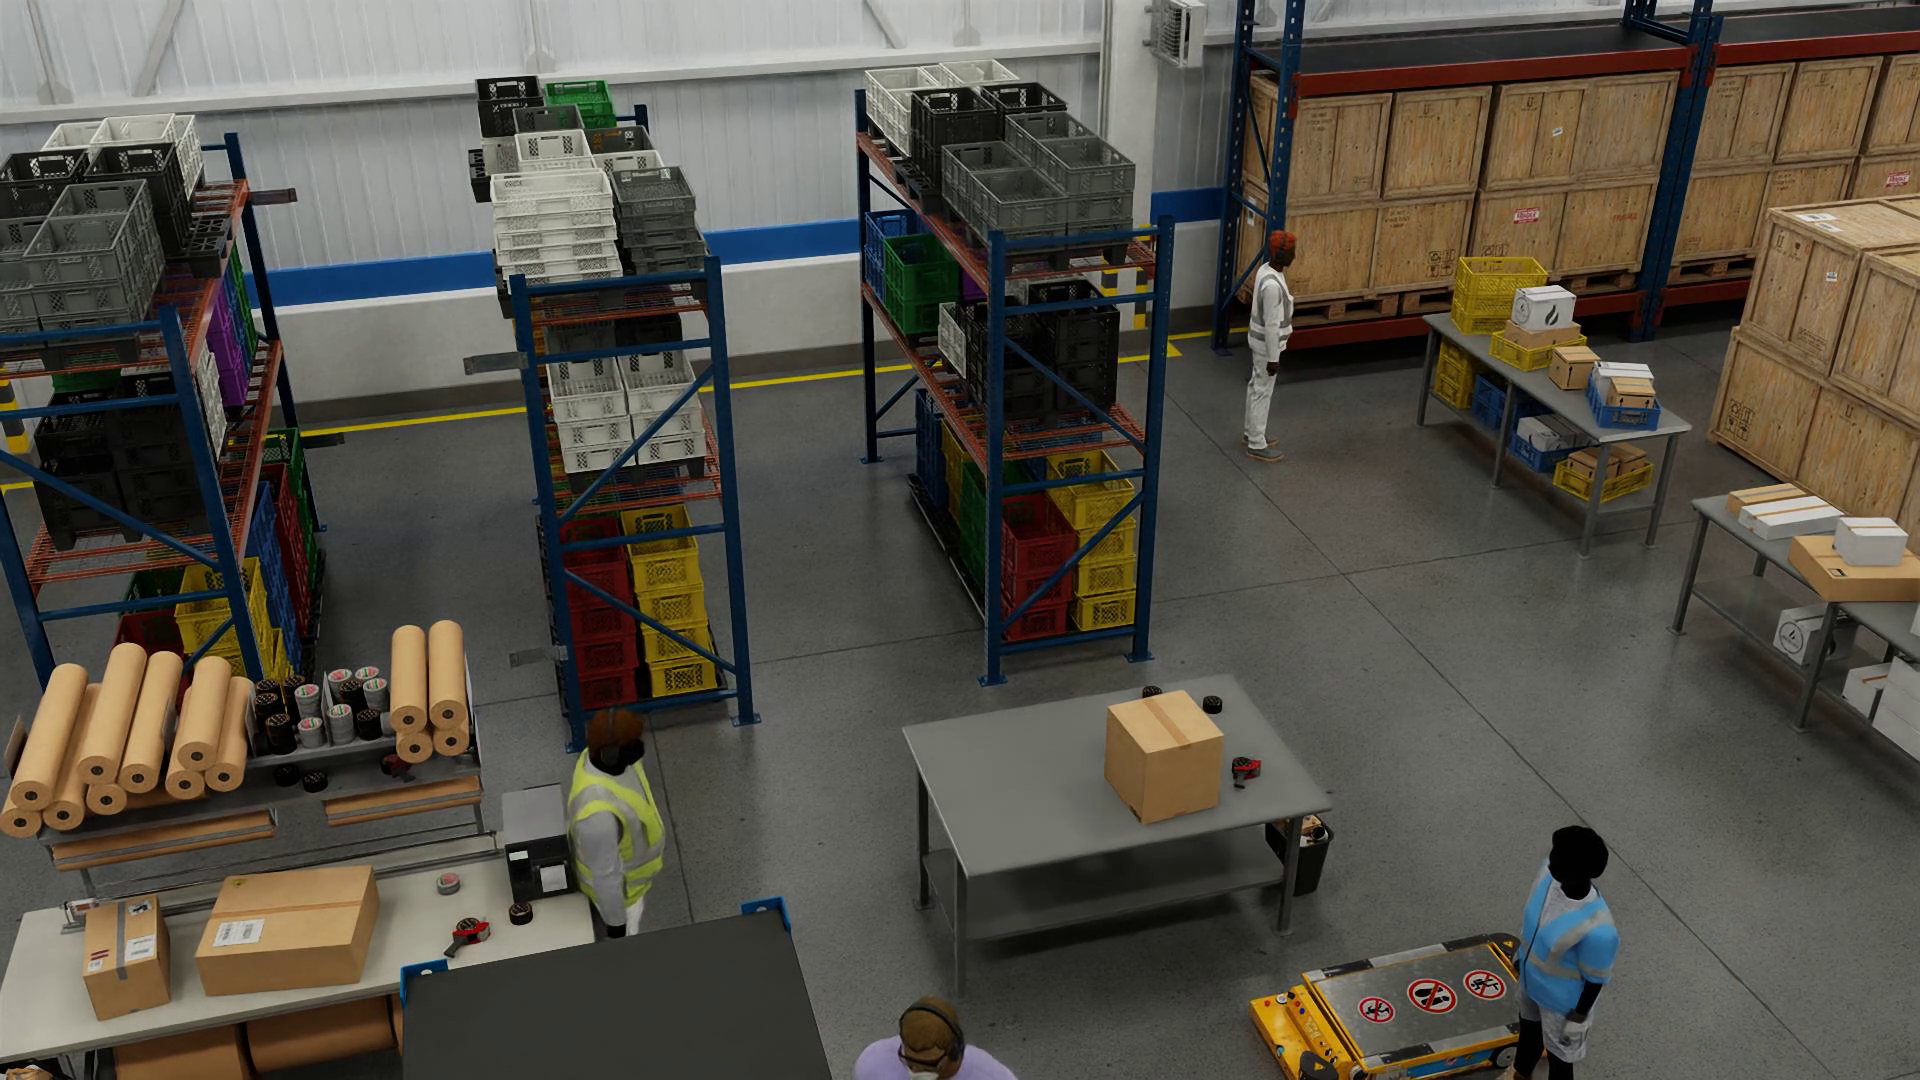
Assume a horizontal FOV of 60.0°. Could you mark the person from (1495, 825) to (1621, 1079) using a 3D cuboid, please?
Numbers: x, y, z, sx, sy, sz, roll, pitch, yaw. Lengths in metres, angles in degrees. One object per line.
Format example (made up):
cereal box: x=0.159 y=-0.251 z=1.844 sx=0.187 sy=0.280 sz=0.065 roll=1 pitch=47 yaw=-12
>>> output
person: x=2.556 y=1.918 z=7.172 sx=0.321 sy=1.695 sz=0.530 roll=-6 pitch=29 yaw=-11

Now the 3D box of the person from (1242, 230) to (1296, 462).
person: x=2.479 y=-1.558 z=13.305 sx=0.355 sy=1.885 sz=0.575 roll=2 pitch=29 yaw=4

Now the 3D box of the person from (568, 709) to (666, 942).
person: x=-1.566 y=1.556 z=7.701 sx=0.432 sy=1.835 sz=0.631 roll=-2 pitch=29 yaw=-4

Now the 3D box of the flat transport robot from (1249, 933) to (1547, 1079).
flat transport robot: x=2.184 y=2.282 z=7.980 sx=1.431 sy=0.197 sz=0.652 roll=-8 pitch=30 yaw=-14

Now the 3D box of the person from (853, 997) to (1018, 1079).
person: x=-0.083 y=2.385 z=6.099 sx=0.644 sy=1.927 sz=0.386 roll=8 pitch=30 yaw=14
